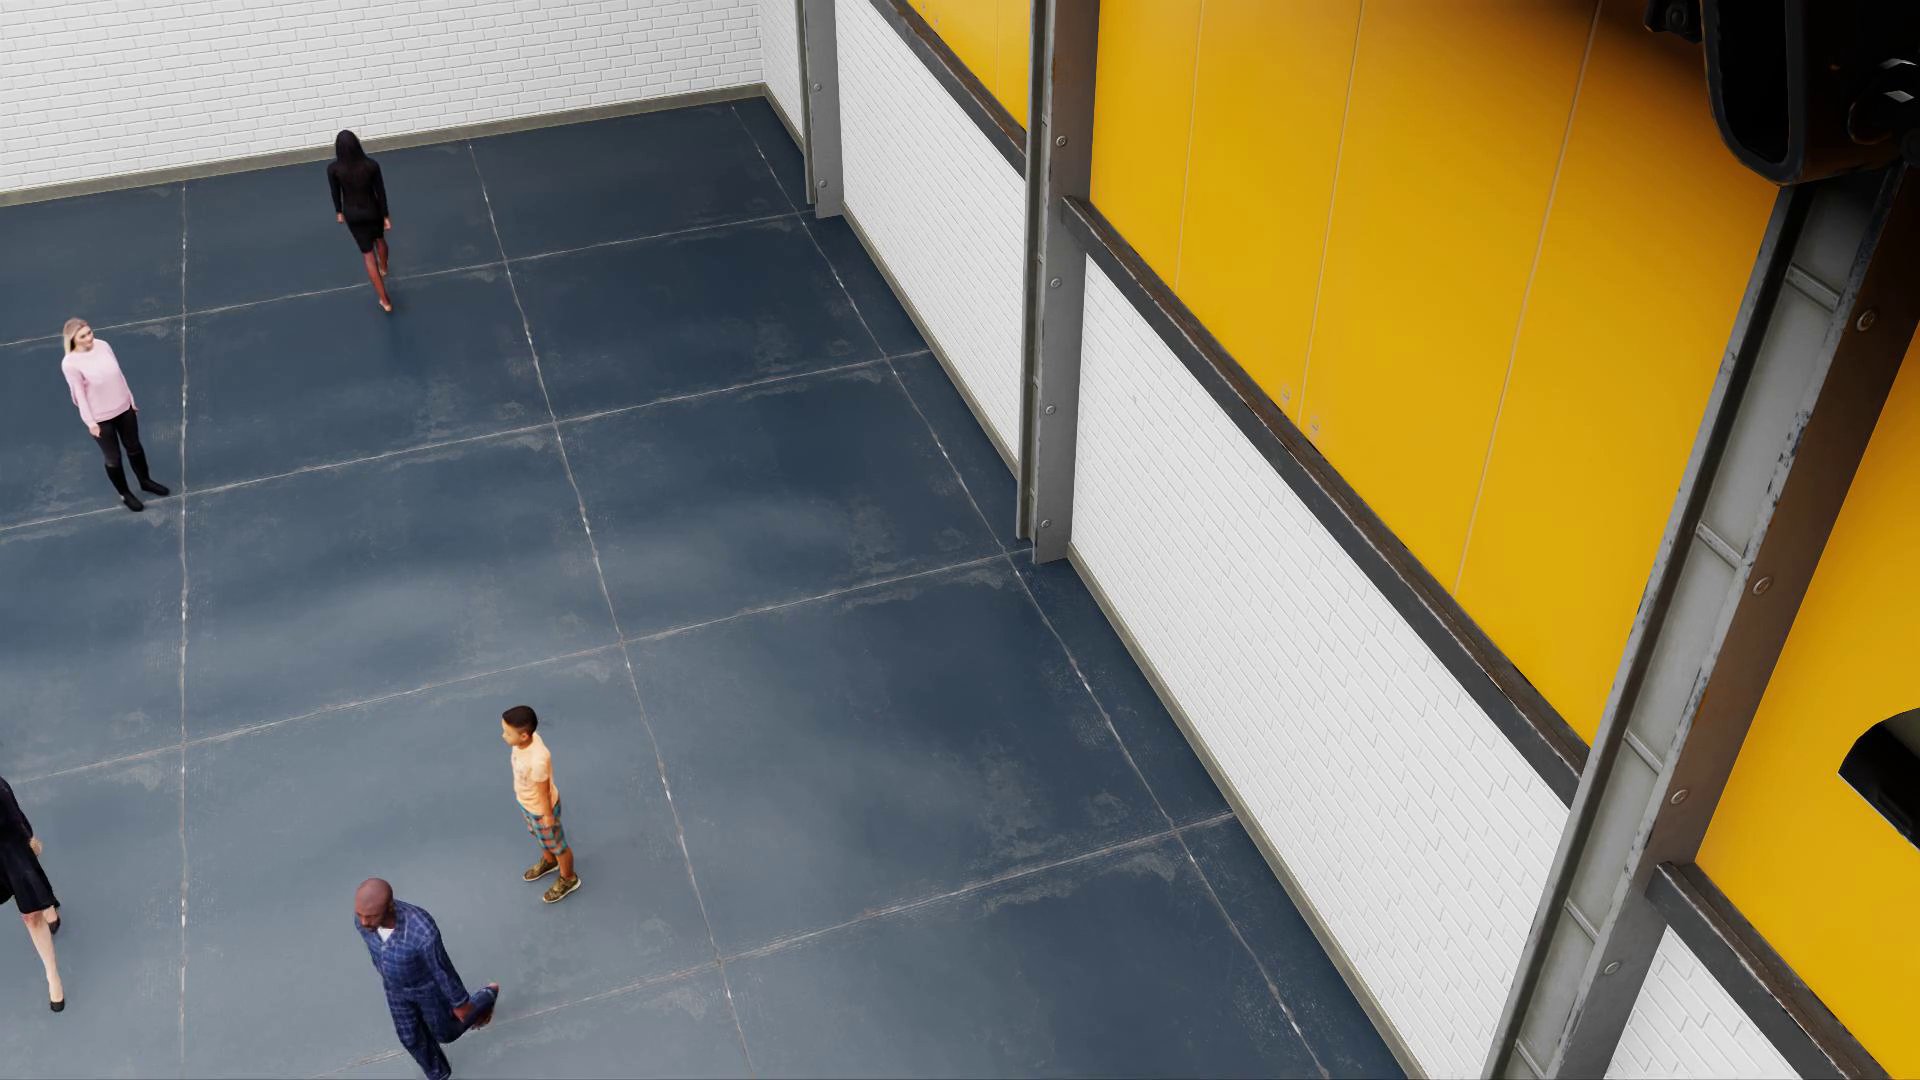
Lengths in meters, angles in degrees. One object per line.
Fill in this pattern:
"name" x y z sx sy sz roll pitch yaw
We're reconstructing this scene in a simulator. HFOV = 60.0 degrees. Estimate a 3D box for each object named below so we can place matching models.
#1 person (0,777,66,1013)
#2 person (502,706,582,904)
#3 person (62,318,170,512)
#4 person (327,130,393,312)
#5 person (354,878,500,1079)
"person" -5.454 1.785 9.446 0.608 1.699 1.145 -15 41 -18
"person" -2.505 1.543 9.938 0.647 1.462 0.529 -25 45 -28
"person" -6.643 -1.004 12.948 0.742 1.686 0.686 17 42 20
"person" -5.483 -2.915 15.355 0.673 1.670 1.158 -16 41 -19
"person" -2.818 2.256 8.790 1.014 1.781 1.116 12 40 15
